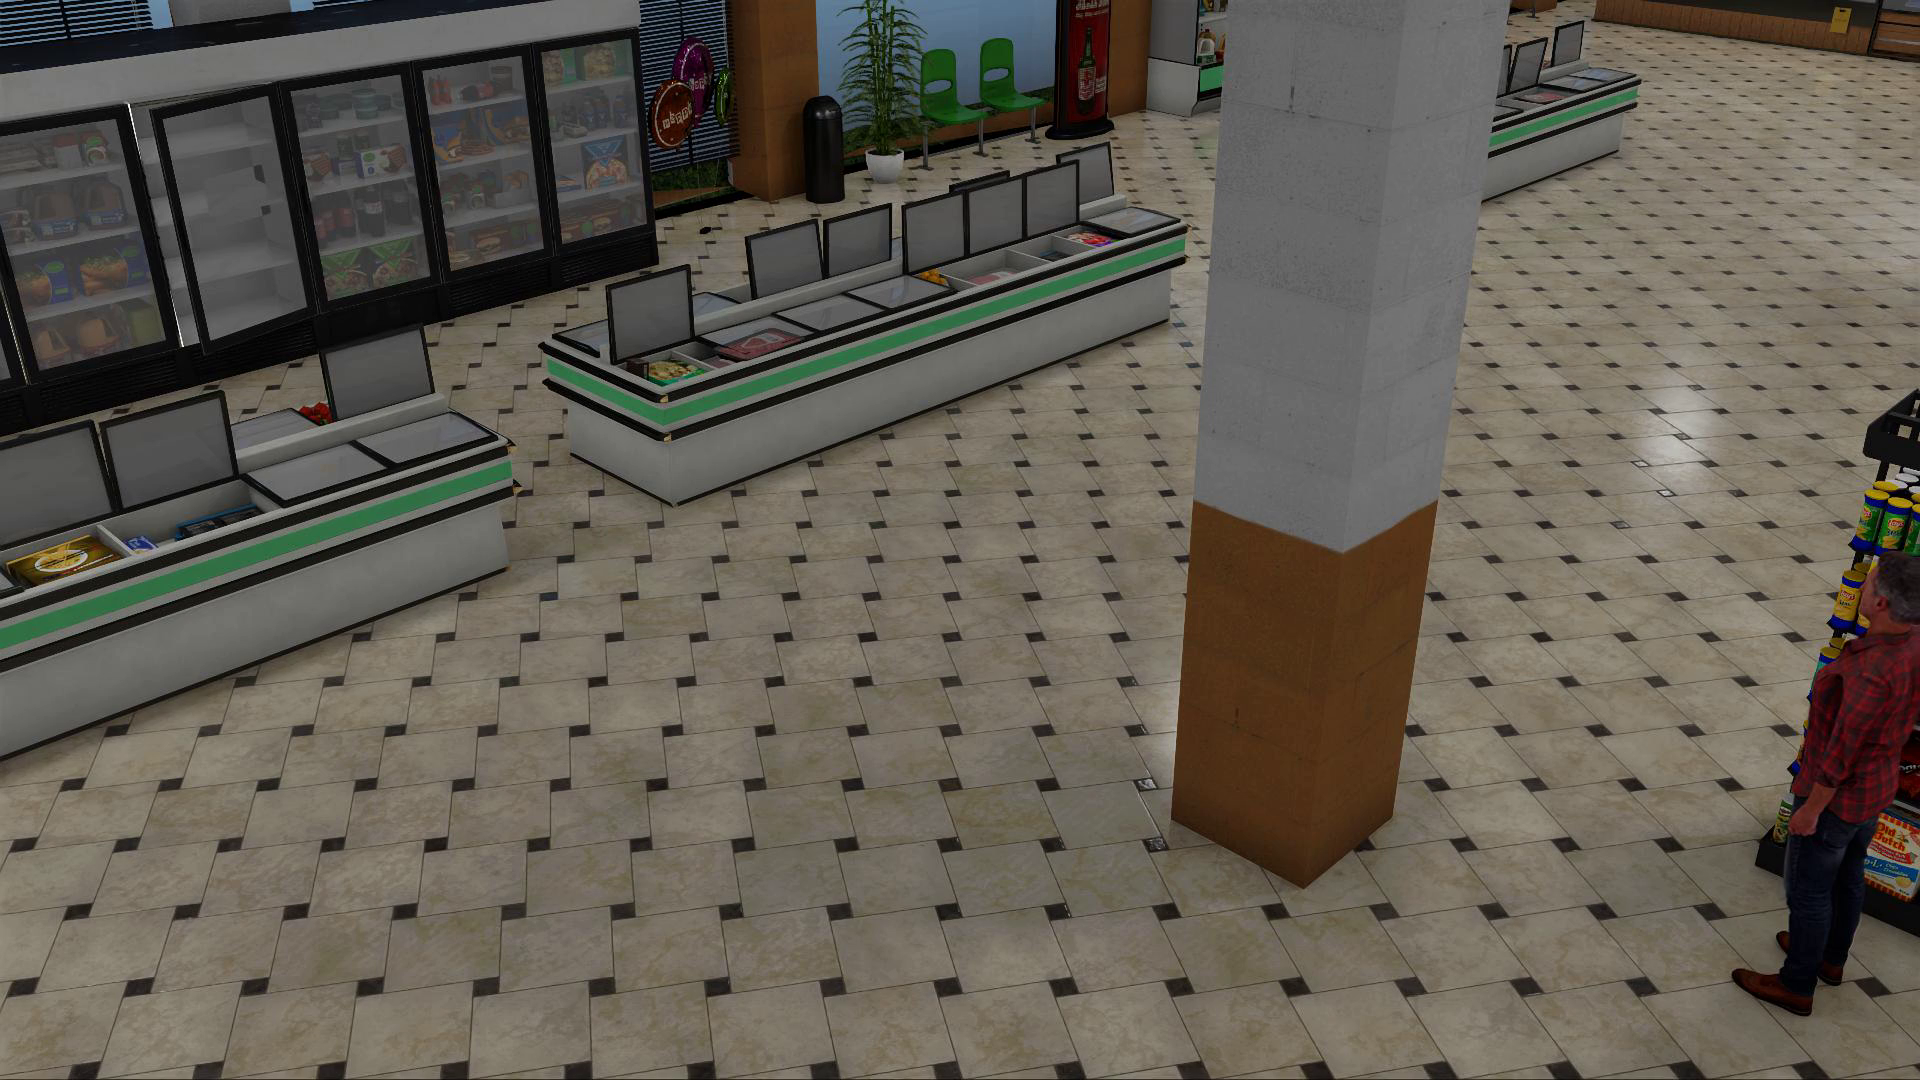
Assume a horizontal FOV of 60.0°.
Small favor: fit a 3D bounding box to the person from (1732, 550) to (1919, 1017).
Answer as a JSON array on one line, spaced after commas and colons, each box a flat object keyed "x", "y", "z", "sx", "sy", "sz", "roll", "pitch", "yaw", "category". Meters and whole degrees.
[{"x": 3.185, "y": 0.880, "z": 5.971, "sx": 0.517, "sy": 1.830, "sz": 0.776, "roll": -20, "pitch": 33, "yaw": -33, "category": "person"}]
